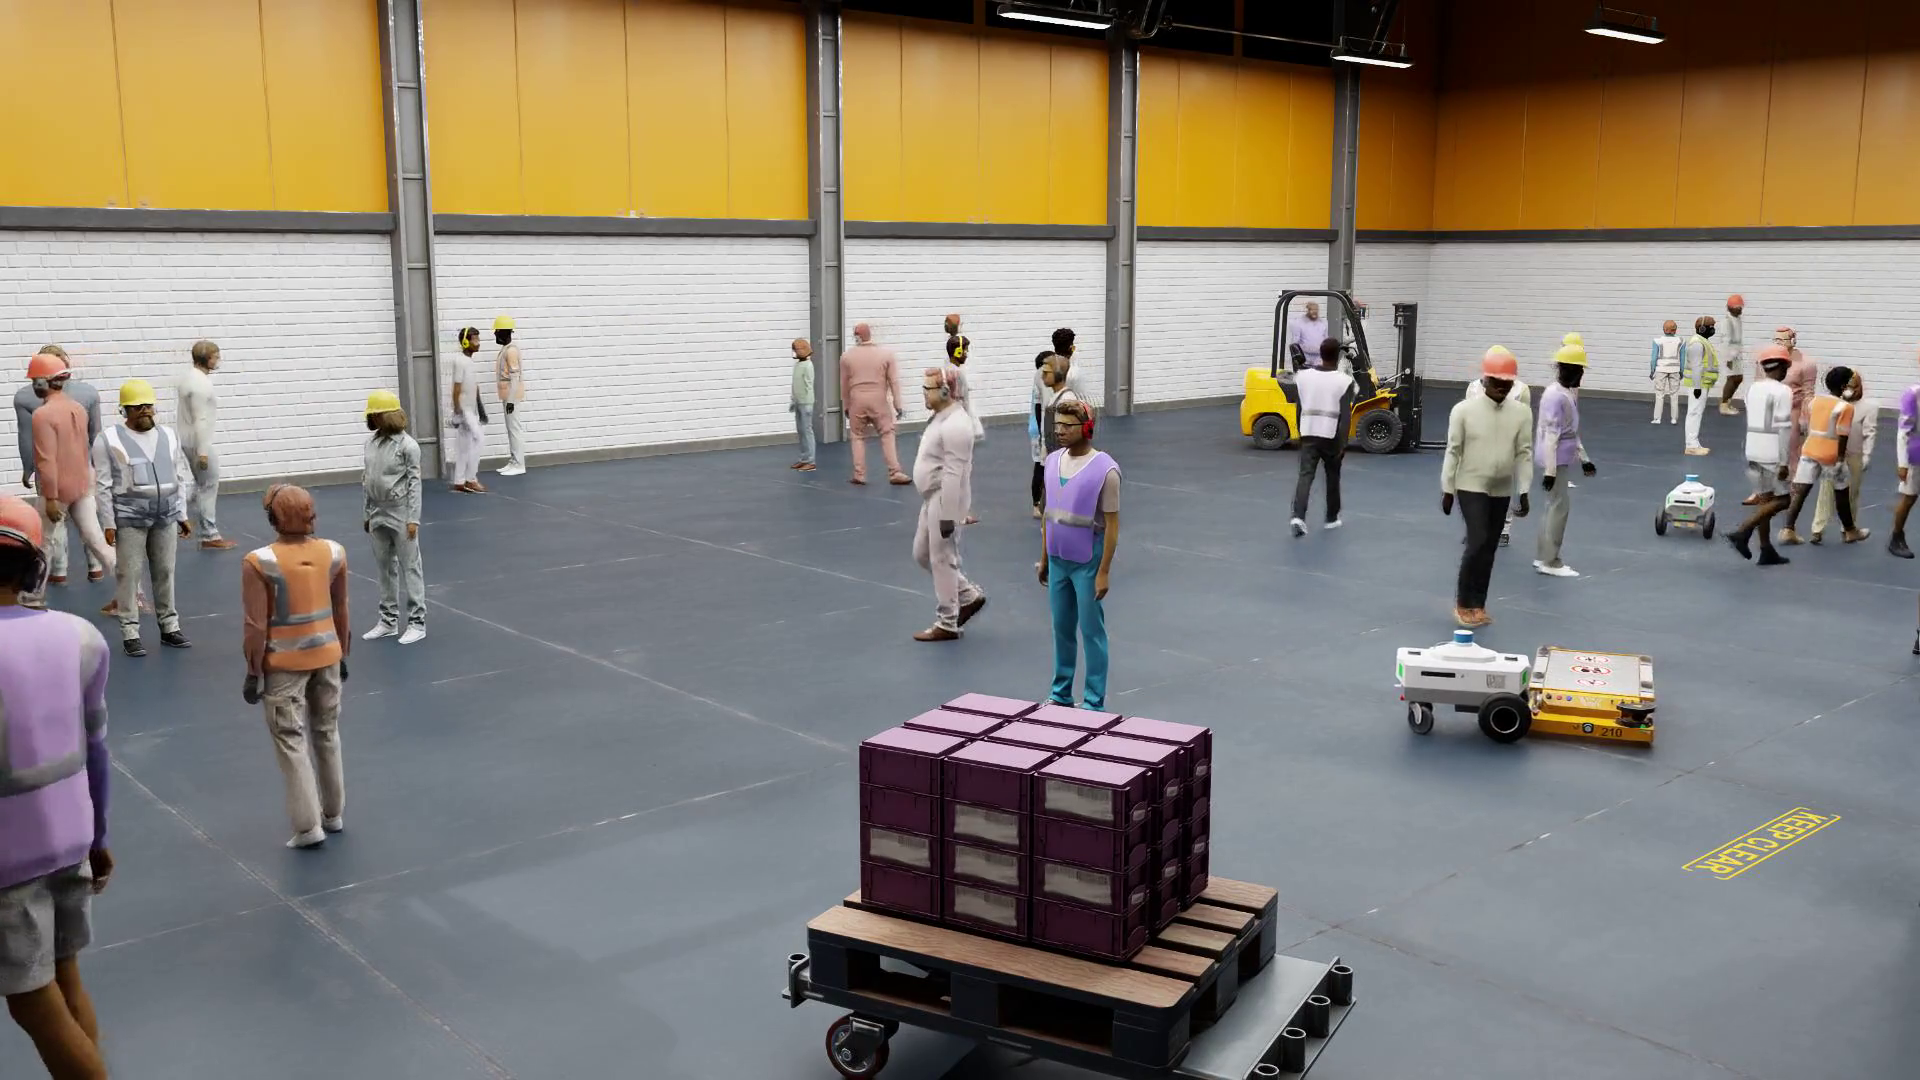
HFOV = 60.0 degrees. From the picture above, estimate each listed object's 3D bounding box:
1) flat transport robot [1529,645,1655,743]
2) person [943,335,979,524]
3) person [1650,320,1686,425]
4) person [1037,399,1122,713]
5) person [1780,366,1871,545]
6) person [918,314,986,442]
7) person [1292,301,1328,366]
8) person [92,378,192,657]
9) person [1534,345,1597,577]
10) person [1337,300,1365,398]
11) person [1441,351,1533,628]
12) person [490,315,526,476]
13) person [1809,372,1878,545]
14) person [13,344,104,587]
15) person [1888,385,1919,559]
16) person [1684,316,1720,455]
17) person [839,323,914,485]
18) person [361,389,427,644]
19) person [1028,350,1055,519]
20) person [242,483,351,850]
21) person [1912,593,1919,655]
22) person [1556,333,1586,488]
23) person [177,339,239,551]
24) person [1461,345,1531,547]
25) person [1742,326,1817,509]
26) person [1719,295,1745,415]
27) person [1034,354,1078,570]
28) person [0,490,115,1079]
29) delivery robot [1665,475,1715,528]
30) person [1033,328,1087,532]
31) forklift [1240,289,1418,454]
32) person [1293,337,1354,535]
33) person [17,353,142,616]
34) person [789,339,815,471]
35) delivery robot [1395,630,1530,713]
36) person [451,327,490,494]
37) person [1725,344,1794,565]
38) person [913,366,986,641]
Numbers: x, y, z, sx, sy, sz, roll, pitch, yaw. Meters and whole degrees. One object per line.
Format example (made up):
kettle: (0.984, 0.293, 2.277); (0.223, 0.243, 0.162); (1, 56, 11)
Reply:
flat transport robot: (3.664, 0.866, 9.645); (0.652, 0.197, 1.431); (4, 10, 21)
person: (-0.043, -1.088, 16.431); (0.328, 1.865, 0.520); (-5, 11, -29)
person: (11.075, -2.619, 26.045); (0.517, 1.639, 0.313); (2, 10, 10)
person: (0.668, 0.129, 9.350); (0.390, 1.847, 0.566); (-8, 13, -40)
person: (7.915, -0.762, 15.165); (0.910, 1.636, 0.534); (-3, 10, -19)
person: (-0.074, -2.262, 23.422); (1.005, 1.833, 0.593); (-2, 10, -10)
person: (5.950, -3.079, 28.059); (0.678, 1.861, 0.967); (-2, 10, -9)
person: (-5.411, -0.157, 11.064); (0.403, 1.834, 0.588); (8, 12, 37)
person: (5.043, -0.658, 13.833); (0.504, 1.895, 0.621); (5, 11, 25)
person: (6.816, -3.256, 29.133); (0.621, 1.860, 0.577); (-4, 11, -23)
person: (3.756, -0.347, 11.775); (0.605, 1.968, 0.609); (-2, 10, -12)
person: (-5.441, -1.740, 20.058); (0.367, 1.927, 0.584); (-4, 10, -21)
person: (8.024, -0.729, 15.121); (0.498, 1.594, 0.807); (7, 12, 37)
person: (-7.180, -0.593, 13.310); (0.627, 1.941, 0.370); (-8, 13, -39)
person: (8.269, -0.706, 14.185); (0.577, 1.866, 1.035); (1, 10, 8)
person: (9.867, -2.055, 22.152); (0.429, 1.843, 0.632); (5, 11, 29)
person: (-0.962, -1.553, 19.191); (0.868, 1.868, 0.397); (0, 10, 1)
person: (-3.893, -0.160, 11.352); (0.495, 1.740, 0.307); (4, 11, 24)
person: (0.851, -1.062, 16.760); (0.318, 1.697, 0.533); (1, 10, 7)
person: (-2.940, 0.576, 7.435); (0.383, 1.650, 0.530); (7, 12, 35)
person: (6.436, -0.157, 10.760); (0.355, 1.938, 0.544); (4, 10, 21)
person: (6.952, -1.485, 19.041); (0.331, 1.765, 0.533); (2, 10, 14)
person: (-6.832, -0.828, 14.757); (0.618, 1.912, 0.641); (-5, 11, -29)
person: (4.862, -0.856, 15.158); (0.602, 1.830, 0.404); (5, 11, 29)
person: (8.583, -1.284, 17.452); (0.409, 1.908, 0.647); (-8, 12, -38)
person: (12.826, -3.066, 27.660); (0.691, 2.002, 0.440); (-8, 12, -38)
person: (0.815, -0.631, 13.849); (0.421, 1.827, 0.533); (-1, 10, -9)
person: (-2.557, 0.870, 4.600); (0.589, 1.995, 0.645); (3, 10, 16)
delivery robot: (6.940, -0.375, 15.802); (0.477, 0.478, 0.707); (6, 11, 31)
person: (0.975, -1.025, 15.757); (0.610, 1.966, 0.364); (8, 13, 40)
forklift: (5.034, -2.339, 22.783); (2.313, 2.155, 1.214); (3, 10, 16)
person: (3.438, -0.993, 15.853); (0.588, 1.877, 0.986); (5, 11, 27)
person: (-6.502, -0.387, 12.110); (1.039, 1.944, 0.642); (1, 10, 6)
person: (-1.944, -1.664, 20.497); (0.282, 1.629, 0.507); (-5, 11, -26)
delivery robot: (2.786, 0.745, 9.249); (0.707, 0.478, 0.477); (3, 10, 16)
person: (-5.420, -1.435, 18.497); (0.587, 1.849, 0.530); (-1, 10, -5)
person: (6.821, -0.716, 14.174); (0.602, 1.892, 0.584); (-2, 10, -9)
person: (-0.107, -0.244, 11.367); (0.454, 1.894, 0.651); (-1, 10, -8)
